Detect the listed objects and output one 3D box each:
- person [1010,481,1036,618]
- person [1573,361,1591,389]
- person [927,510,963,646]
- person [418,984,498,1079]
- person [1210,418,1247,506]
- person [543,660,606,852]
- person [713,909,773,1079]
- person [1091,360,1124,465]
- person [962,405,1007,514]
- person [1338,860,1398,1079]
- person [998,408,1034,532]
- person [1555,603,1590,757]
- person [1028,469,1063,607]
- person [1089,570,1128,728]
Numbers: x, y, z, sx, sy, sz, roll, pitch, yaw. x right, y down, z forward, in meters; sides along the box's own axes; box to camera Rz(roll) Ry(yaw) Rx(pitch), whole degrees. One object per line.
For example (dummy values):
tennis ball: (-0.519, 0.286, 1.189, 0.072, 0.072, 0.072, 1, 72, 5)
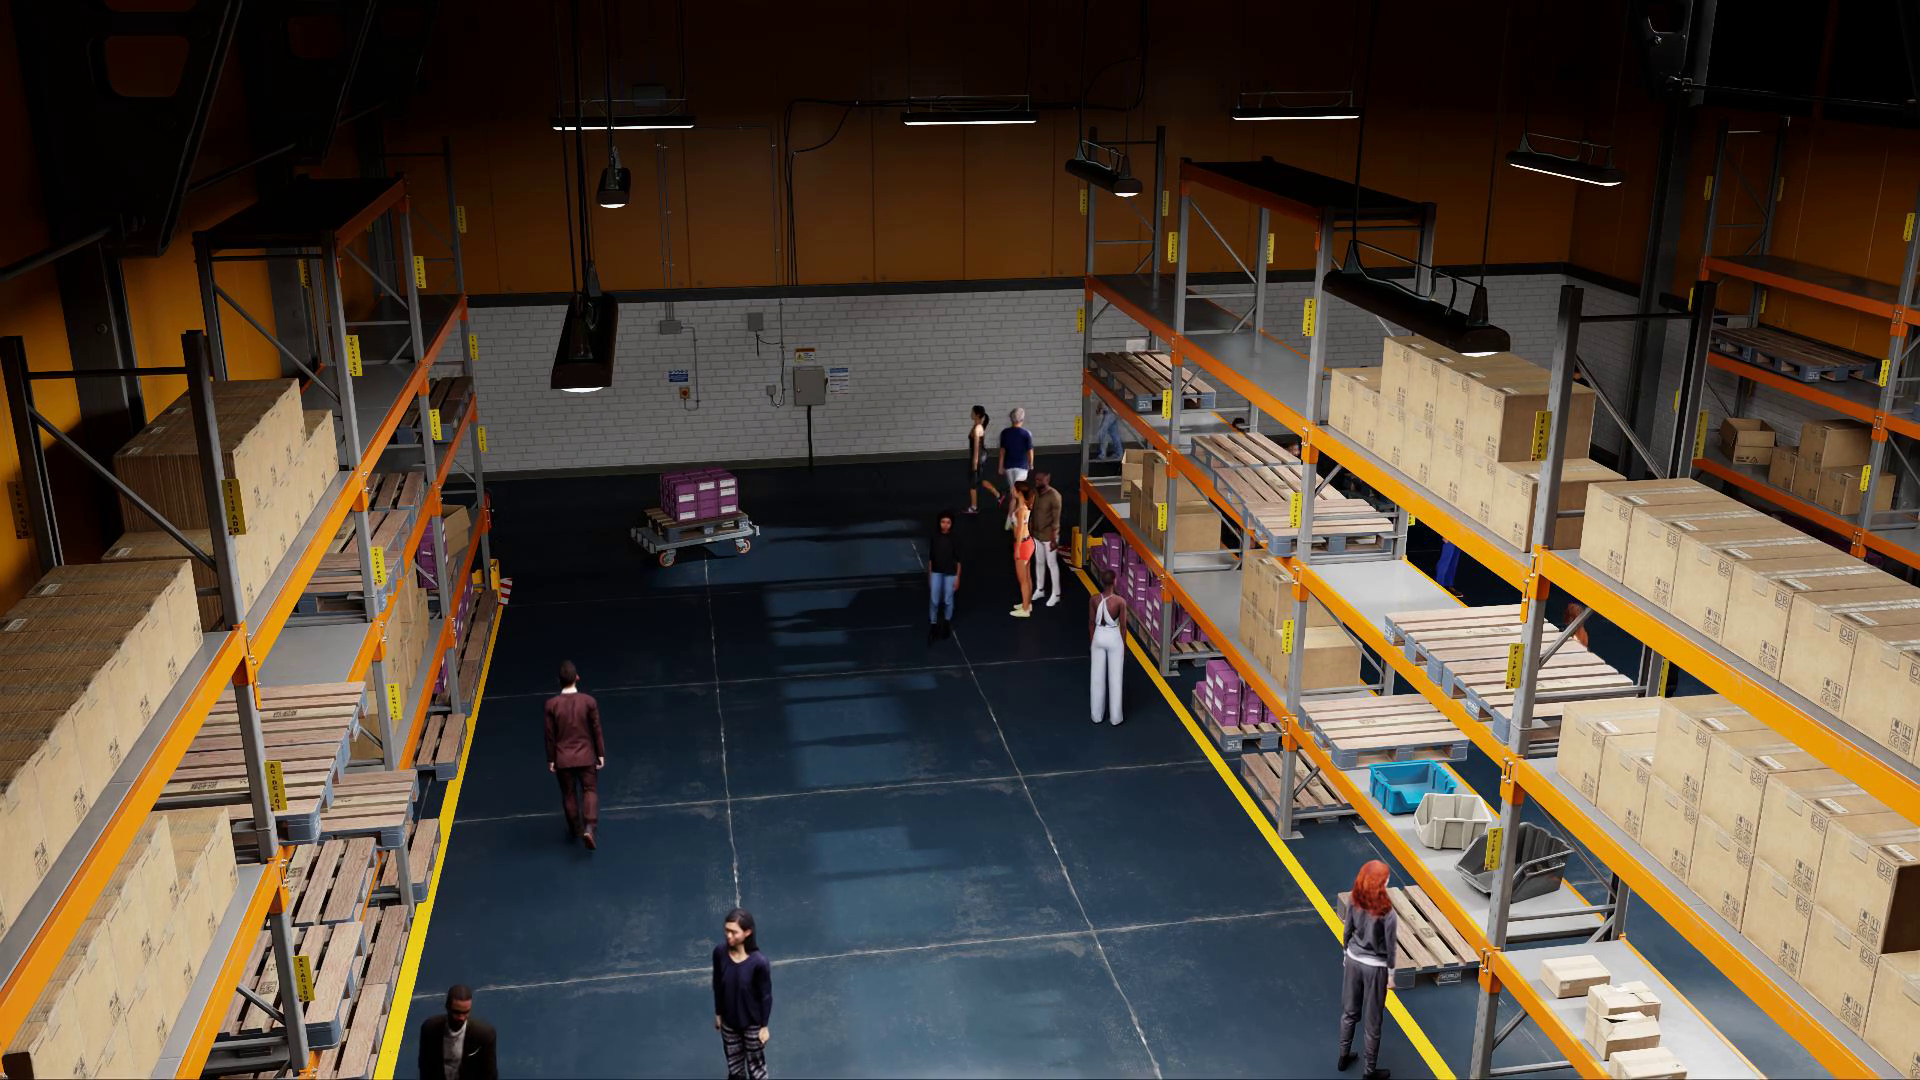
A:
person: (0.818, 0.101, 21.336, 0.700, 1.786, 0.582, 4, 19, 12)
person: (10.211, -2.102, 27.773, 0.690, 1.854, 0.667, 4, 19, 10)
person: (-0.175, 0.417, 20.566, 0.693, 1.680, 0.798, 2, 19, 6)
person: (-3.281, 3.631, 10.925, 0.805, 1.741, 1.166, 1, 19, 3)
person: (3.974, -0.986, 24.727, 0.887, 1.683, 1.086, 2, 19, 6)
person: (-3.579, 2.043, 15.466, 0.717, 1.852, 0.973, -4, 19, -13)
person: (-1.525, 3.360, 11.743, 0.677, 1.733, 0.695, 8, 20, 23)
person: (2.631, -2.191, 28.067, 0.748, 1.834, 0.782, -2, 19, -6)
person: (0.360, -1.212, 25.353, 0.879, 1.710, 0.935, 5, 19, 15)
person: (3.006, 3.159, 12.268, 0.707, 1.779, 0.590, -15, 24, -38)
person: (0.805, -1.014, 24.655, 1.071, 1.781, 1.217, 9, 21, 25)
person: (6.404, 1.498, 17.322, 0.735, 1.701, 0.792, -15, 24, -38)
person: (1.122, -0.058, 21.760, 0.748, 1.817, 0.853, 17, 25, 40)
person: (1.610, 1.173, 18.157, 0.640, 1.785, 0.640, 7, 20, 19)
